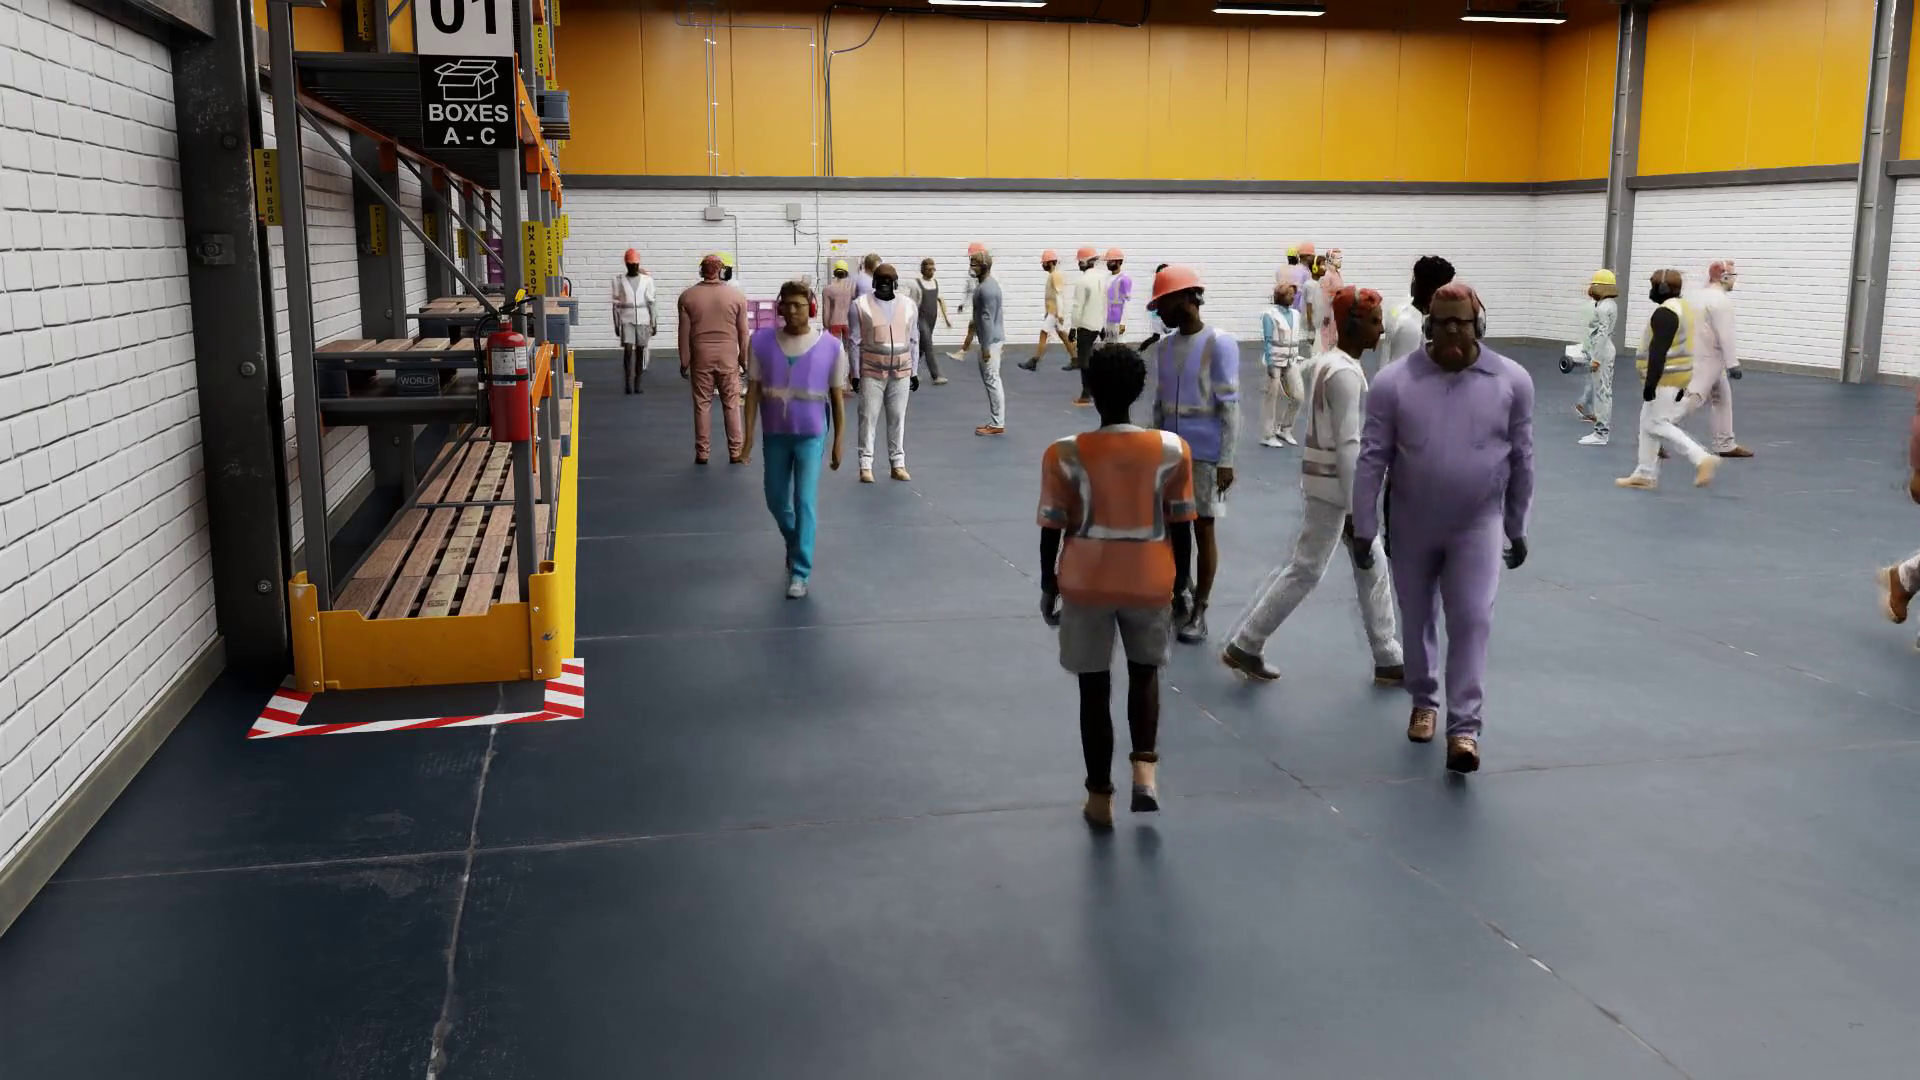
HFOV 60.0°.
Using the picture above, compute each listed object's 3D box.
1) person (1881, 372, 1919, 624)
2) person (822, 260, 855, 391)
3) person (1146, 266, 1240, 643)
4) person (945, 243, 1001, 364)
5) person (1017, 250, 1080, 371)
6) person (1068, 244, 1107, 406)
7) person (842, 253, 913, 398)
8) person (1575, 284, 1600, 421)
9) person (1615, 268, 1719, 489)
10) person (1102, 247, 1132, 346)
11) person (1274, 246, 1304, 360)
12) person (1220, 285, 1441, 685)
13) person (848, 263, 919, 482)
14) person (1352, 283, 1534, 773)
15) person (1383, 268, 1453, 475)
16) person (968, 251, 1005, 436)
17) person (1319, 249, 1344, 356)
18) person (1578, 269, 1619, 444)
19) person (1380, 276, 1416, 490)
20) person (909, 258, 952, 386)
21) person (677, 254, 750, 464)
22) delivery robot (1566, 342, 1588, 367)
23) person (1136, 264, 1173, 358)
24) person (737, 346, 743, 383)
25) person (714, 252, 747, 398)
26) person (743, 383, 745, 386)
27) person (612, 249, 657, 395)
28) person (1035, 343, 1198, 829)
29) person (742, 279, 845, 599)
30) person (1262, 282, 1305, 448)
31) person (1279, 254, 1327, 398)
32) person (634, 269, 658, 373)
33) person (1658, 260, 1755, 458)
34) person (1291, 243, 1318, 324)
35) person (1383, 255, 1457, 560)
[{"bbox_3d":[4.857,-0.403,8.155,0.613,1.971,0.711,-2,10,-11],"label":"person"},{"bbox_3d":[-1.597,-2.882,22.435,0.533,1.768,0.311,-2,10,-9],"label":"person"},{"bbox_3d":[1.198,-0.433,8.516,0.418,1.900,0.590,-8,13,-39],"label":"person"},{"bbox_3d":[0.243,-3.908,27.517,1.070,1.978,0.620,-4,11,-20],"label":"person"},{"bbox_3d":[1.441,-3.564,25.930,1.014,1.873,0.554,1,10,3],"label":"person"},{"bbox_3d":[1.552,-2.629,20.451,0.432,1.981,0.618,6,12,31],"label":"person"},{"bbox_3d":[-1.172,-2.753,21.449,1.080,1.872,0.660,2,10,10],"label":"person"},{"bbox_3d":[7.145,-2.125,18.612,0.341,1.620,0.520,6,12,29],"label":"person"},{"bbox_3d":[5.764,-1.282,13.442,0.714,1.815,0.635,7,12,32],"label":"person"},{"bbox_3d":[2.094,-3.005,22.639,0.354,1.939,0.544,-6,12,-31],"label":"person"},{"bbox_3d":[5.631,-4.032,28.362,0.388,1.926,0.590,-9,14,-41],"label":"person"},{"bbox_3d":[1.669,-0.228,7.533,0.978,1.846,0.594,2,10,13],"label":"person"},{"bbox_3d":[-0.630,-1.407,14.063,0.624,1.841,0.430,-4,11,-19],"label":"person"},{"bbox_3d":[1.864,-0.048,6.454,0.679,1.857,0.963,3,11,17],"label":"person"},{"bbox_3d":[3.982,-1.428,14.071,1.063,1.870,0.637,8,13,37],"label":"person"},{"bbox_3d":[0.282,-2.047,17.399,0.396,1.927,0.641,0,10,1],"label":"person"},{"bbox_3d":[5.488,-3.331,24.539,0.407,1.908,0.641,5,11,25],"label":"person"},{"bbox_3d":[6.406,-1.829,16.665,0.296,1.744,0.484,5,12,28],"label":"person"},{"bbox_3d":[3.536,-1.172,12.838,0.657,1.805,0.914,1,10,4],"label":"person"},{"bbox_3d":[-0.506,-3.095,23.604,0.508,1.792,1.025,-10,14,-43],"label":"person"},{"bbox_3d":[-2.239,-1.643,15.181,0.649,1.906,0.401,-1,10,-7],"label":"person"},{"bbox_3d":[9.558,-2.839,25.295,0.477,0.478,0.707,-4,11,-19],"label":"delivery robot"},{"bbox_3d":[3.176,-3.614,26.763,0.787,1.666,0.531,3,11,15],"label":"person"},{"bbox_3d":[-3.422,-3.099,23.498,0.953,1.808,0.563,8,13,37],"label":"person"},{"bbox_3d":[-3.025,-2.786,21.599,0.983,1.871,0.608,8,13,38],"label":"person"},{"bbox_3d":[-3.383,-2.971,22.938,0.864,1.768,0.655,4,11,23],"label":"person"},{"bbox_3d":[-4.283,-2.875,21.971,0.546,1.913,0.657,-4,11,-21],"label":"person"},{"bbox_3d":[0.529,0.168,5.738,0.554,1.683,0.370,-1,10,-4],"label":"person"},{"bbox_3d":[-0.953,-0.612,9.714,0.587,1.823,0.778,1,10,5],"label":"person"},{"bbox_3d":[3.154,-1.712,16.324,0.512,1.627,0.420,-7,12,-34],"label":"person"},{"bbox_3d":[4.401,-2.654,20.919,0.608,1.858,0.531,4,11,22],"label":"person"},{"bbox_3d":[-4.944,-3.392,25.740,0.526,1.595,0.877,-3,11,-19],"label":"person"},{"bbox_3d":[6.939,-1.684,15.547,0.993,1.861,0.632,2,11,13],"label":"person"},{"bbox_3d":[5.471,-3.724,26.499,1.043,1.995,0.632,2,10,12],"label":"person"},{"bbox_3d":[2.909,-0.819,10.539,0.446,1.950,0.644,4,11,23],"label":"person"}]
